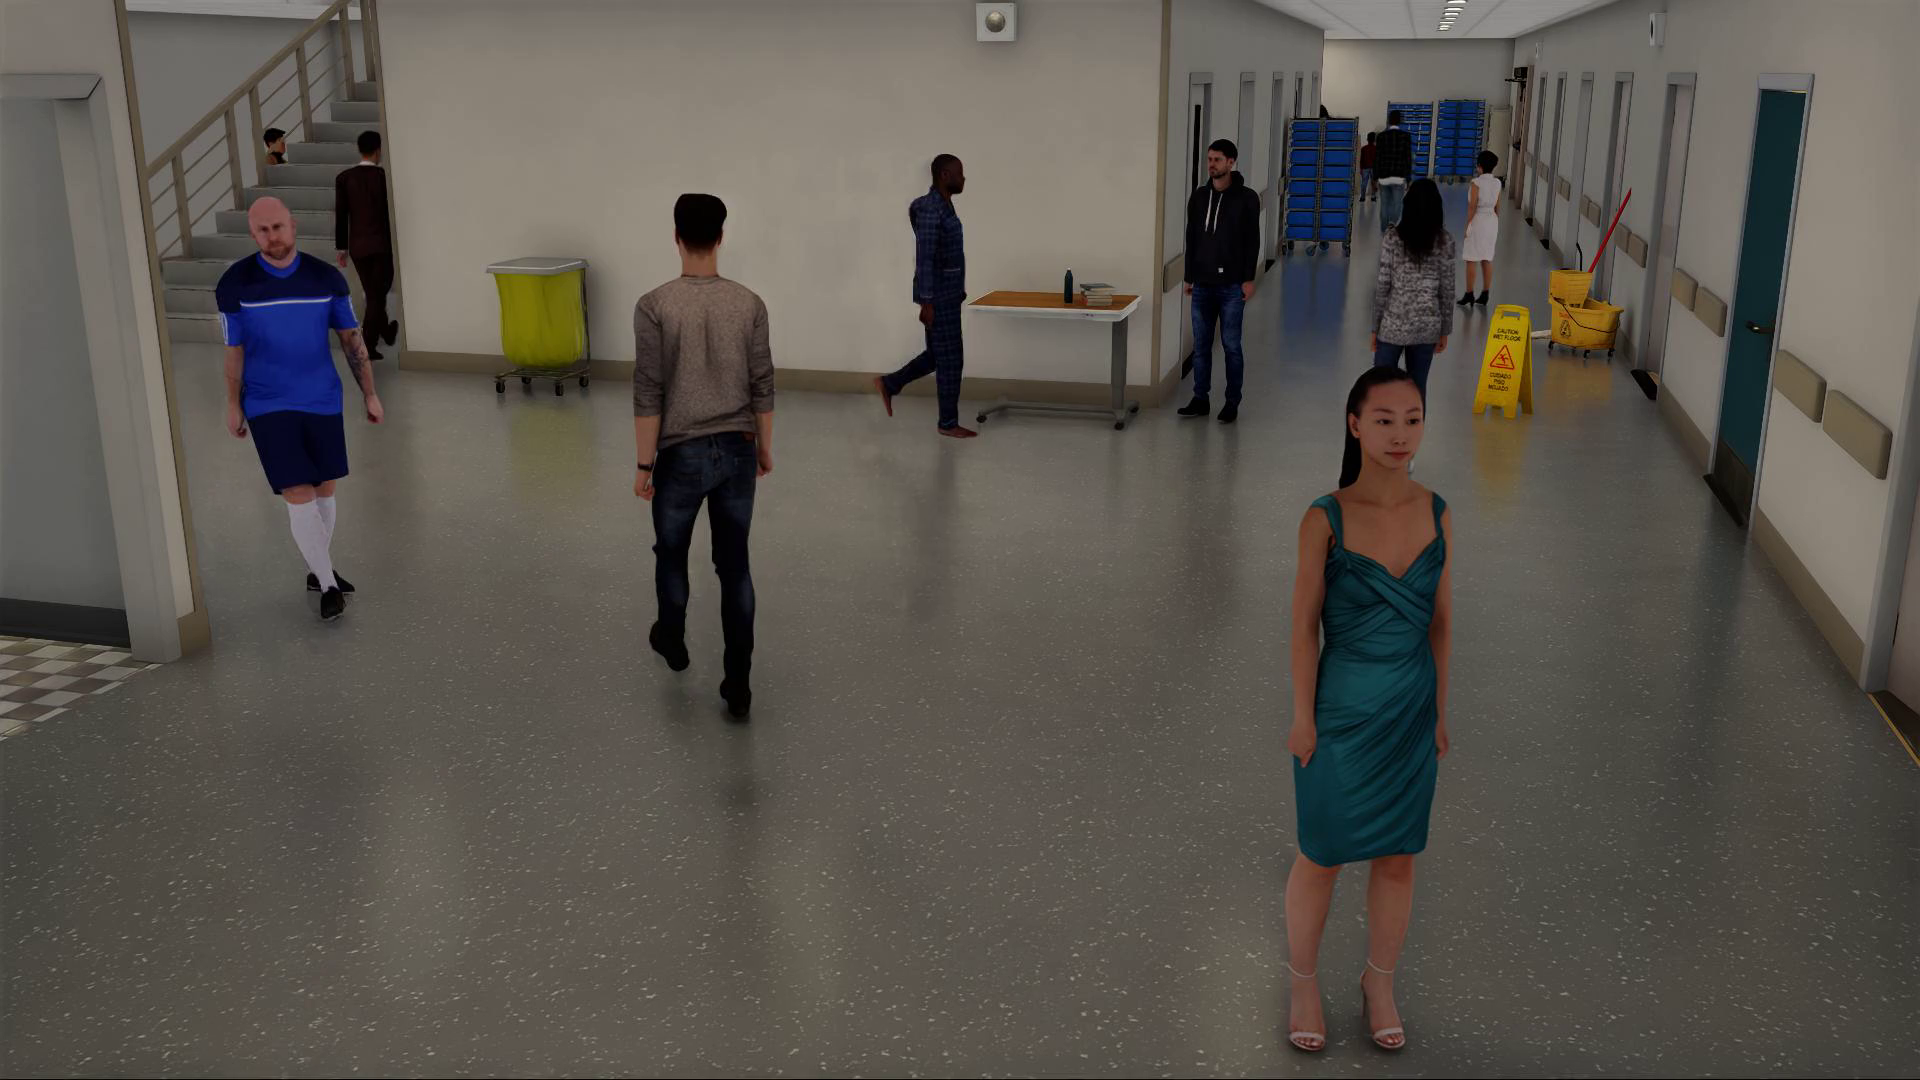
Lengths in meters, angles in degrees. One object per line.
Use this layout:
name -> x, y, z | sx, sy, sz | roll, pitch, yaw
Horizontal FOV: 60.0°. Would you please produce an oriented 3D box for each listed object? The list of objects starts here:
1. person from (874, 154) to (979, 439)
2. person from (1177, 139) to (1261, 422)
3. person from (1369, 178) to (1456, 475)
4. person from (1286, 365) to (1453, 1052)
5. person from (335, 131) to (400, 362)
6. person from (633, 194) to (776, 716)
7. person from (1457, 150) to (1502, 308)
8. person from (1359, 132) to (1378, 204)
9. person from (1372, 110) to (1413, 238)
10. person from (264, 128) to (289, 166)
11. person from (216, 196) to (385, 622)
person -> -0.223, -1.568, 10.778 | 0.728, 1.799, 0.884 | 4, 16, 15
person -> 1.772, -1.760, 11.288 | 0.749, 1.892, 0.698 | 11, 19, 34
person -> 2.624, -1.216, 9.671 | 0.702, 1.721, 0.806 | 1, 16, 4
person -> 0.962, 0.424, 3.921 | 0.598, 1.686, 0.597 | -3, 16, -10
person -> -4.763, -2.326, 13.441 | 0.854, 1.813, 1.291 | 0, 16, 1
person -> -0.896, -0.264, 6.022 | 1.060, 1.871, 1.190 | -6, 17, -20
person -> 5.304, -3.162, 16.887 | 0.654, 1.552, 0.703 | -7, 17, -25
person -> 7.470, -6.793, 30.311 | 0.508, 1.256, 0.489 | 3, 16, 10
person -> 5.858, -4.884, 22.547 | 0.714, 1.795, 1.138 | 5, 17, 18
person -> -7.290, -3.484, 17.653 | 0.743, 1.714, 0.737 | 3, 16, 10
person -> -2.918, -0.567, 7.229 | 1.031, 1.799, 1.086 | -13, 20, -39
